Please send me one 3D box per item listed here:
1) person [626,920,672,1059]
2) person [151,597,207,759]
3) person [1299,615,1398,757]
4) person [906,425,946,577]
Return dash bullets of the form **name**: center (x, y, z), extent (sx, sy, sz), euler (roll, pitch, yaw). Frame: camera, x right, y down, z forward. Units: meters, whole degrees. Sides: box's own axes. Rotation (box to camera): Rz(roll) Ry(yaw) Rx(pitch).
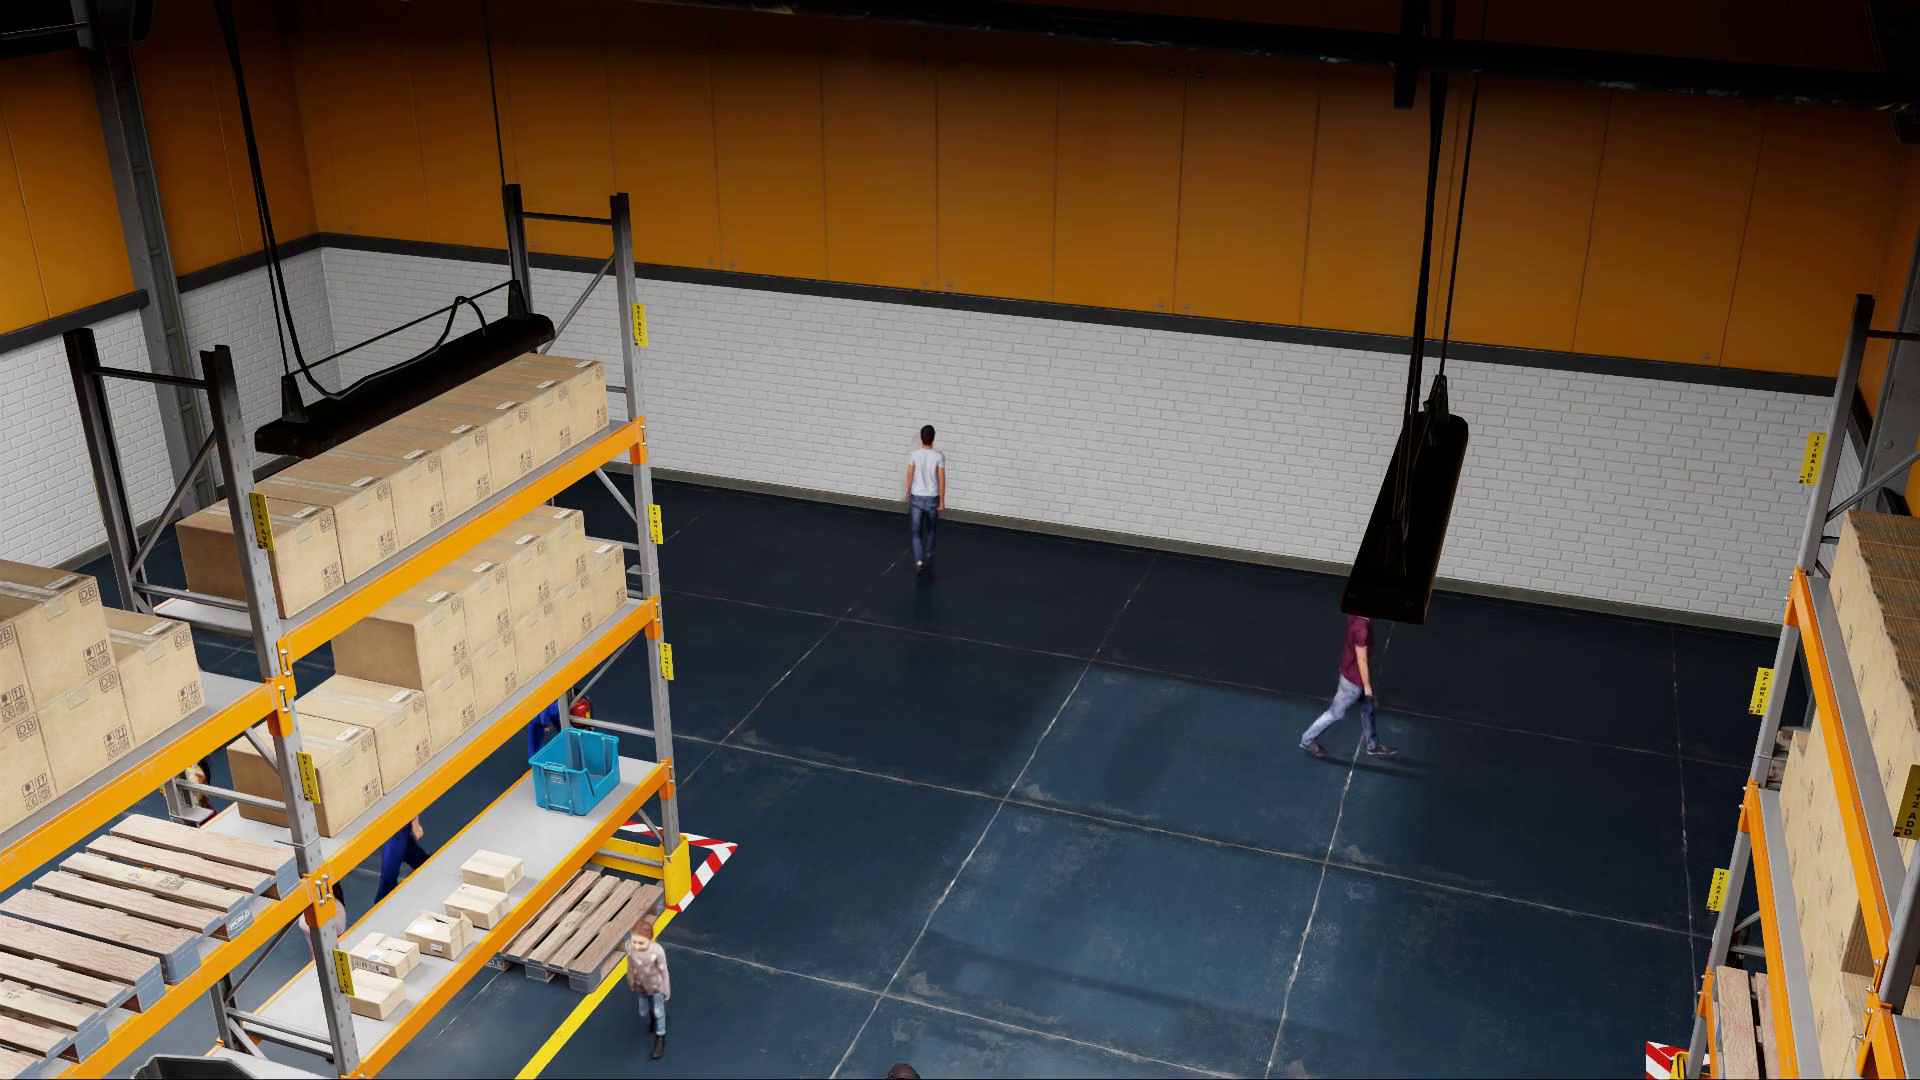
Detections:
- **person**: center (-2.267, 3.258, 12.316), extent (0.543, 1.182, 0.677), euler (5, 24, 11)
- **person**: center (-7.573, 1.371, 16.033), extent (0.826, 1.663, 1.113), euler (16, 28, 32)
- **person**: center (3.708, 1.304, 16.008), extent (0.873, 1.806, 1.163), euler (4, 24, 10)
- **person**: center (-0.432, -0.458, 19.994), extent (0.921, 1.842, 1.234), euler (-1, 24, -1)
